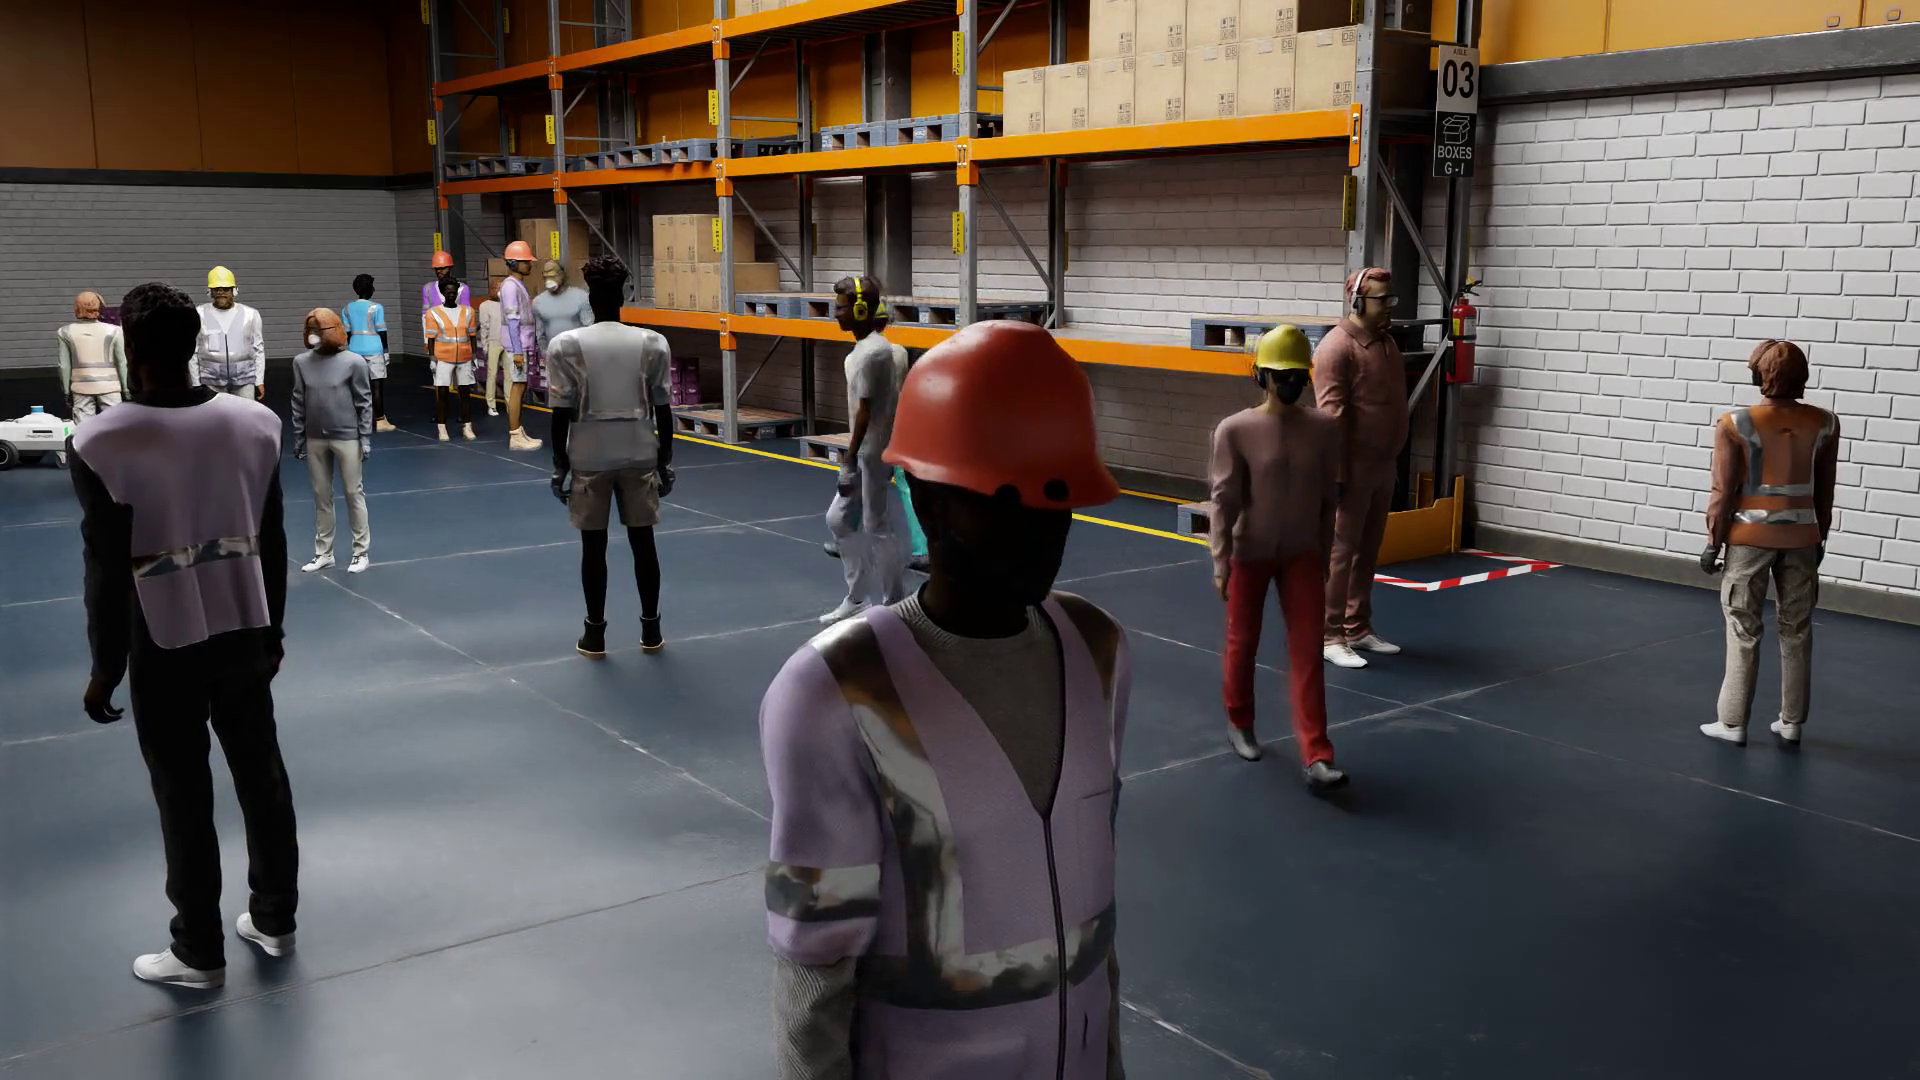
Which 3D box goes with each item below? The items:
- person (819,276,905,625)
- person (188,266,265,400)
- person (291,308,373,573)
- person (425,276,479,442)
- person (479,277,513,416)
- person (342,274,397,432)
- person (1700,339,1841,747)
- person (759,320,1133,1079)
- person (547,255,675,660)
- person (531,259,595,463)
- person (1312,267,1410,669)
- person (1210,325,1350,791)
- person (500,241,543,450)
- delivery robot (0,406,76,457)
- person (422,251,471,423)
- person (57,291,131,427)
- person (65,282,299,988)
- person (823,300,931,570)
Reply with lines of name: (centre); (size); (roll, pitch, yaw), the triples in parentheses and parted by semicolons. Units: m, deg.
person: (-0.535, -0.421, 8.581); (0.617, 1.845, 0.551); (0, 10, -2)
person: (-6.044, -1.331, 13.731); (0.588, 1.833, 0.404); (-5, 11, -26)
person: (-3.860, -0.607, 10.229); (0.509, 1.632, 0.266); (2, 10, 8)
person: (-5.193, -1.846, 17.025); (0.536, 1.690, 0.322); (-7, 12, -34)
person: (-5.417, -2.275, 19.608); (0.283, 1.626, 0.503); (10, 14, 44)
person: (-6.359, -2.003, 17.875); (0.535, 1.697, 0.313); (3, 11, 17)
person: (3.247, 0.021, 6.688); (0.513, 1.642, 0.313); (0, 10, -1)
person: (0.033, 0.702, 2.051); (0.553, 1.934, 0.365); (-9, 13, -41)
person: (-1.696, -0.397, 8.121); (0.614, 1.963, 0.361); (-4, 11, -21)
person: (-3.699, -1.703, 15.705); (0.643, 1.884, 1.063); (0, 10, -2)
person: (1.952, -0.350, 8.027); (0.408, 1.906, 0.653); (8, 13, 39)
person: (1.194, 0.064, 6.220); (0.544, 1.712, 0.912); (-2, 10, -9)
person: (-4.300, -1.903, 16.340); (0.379, 2.041, 0.616); (-2, 10, -9)
delivery robot: (-8.304, -0.966, 15.001); (0.707, 0.478, 0.477); (0, 10, 0)
person: (-5.787, -2.282, 18.761); (0.551, 1.936, 0.356); (0, 10, -2)
person: (-6.961, -1.178, 13.408); (0.516, 1.640, 0.313); (-3, 11, -17)
person: (-2.084, 0.268, 4.529); (0.398, 1.920, 0.588); (7, 12, 33)
person: (-0.502, -0.675, 10.413); (0.521, 1.709, 0.952); (-8, 13, -37)
